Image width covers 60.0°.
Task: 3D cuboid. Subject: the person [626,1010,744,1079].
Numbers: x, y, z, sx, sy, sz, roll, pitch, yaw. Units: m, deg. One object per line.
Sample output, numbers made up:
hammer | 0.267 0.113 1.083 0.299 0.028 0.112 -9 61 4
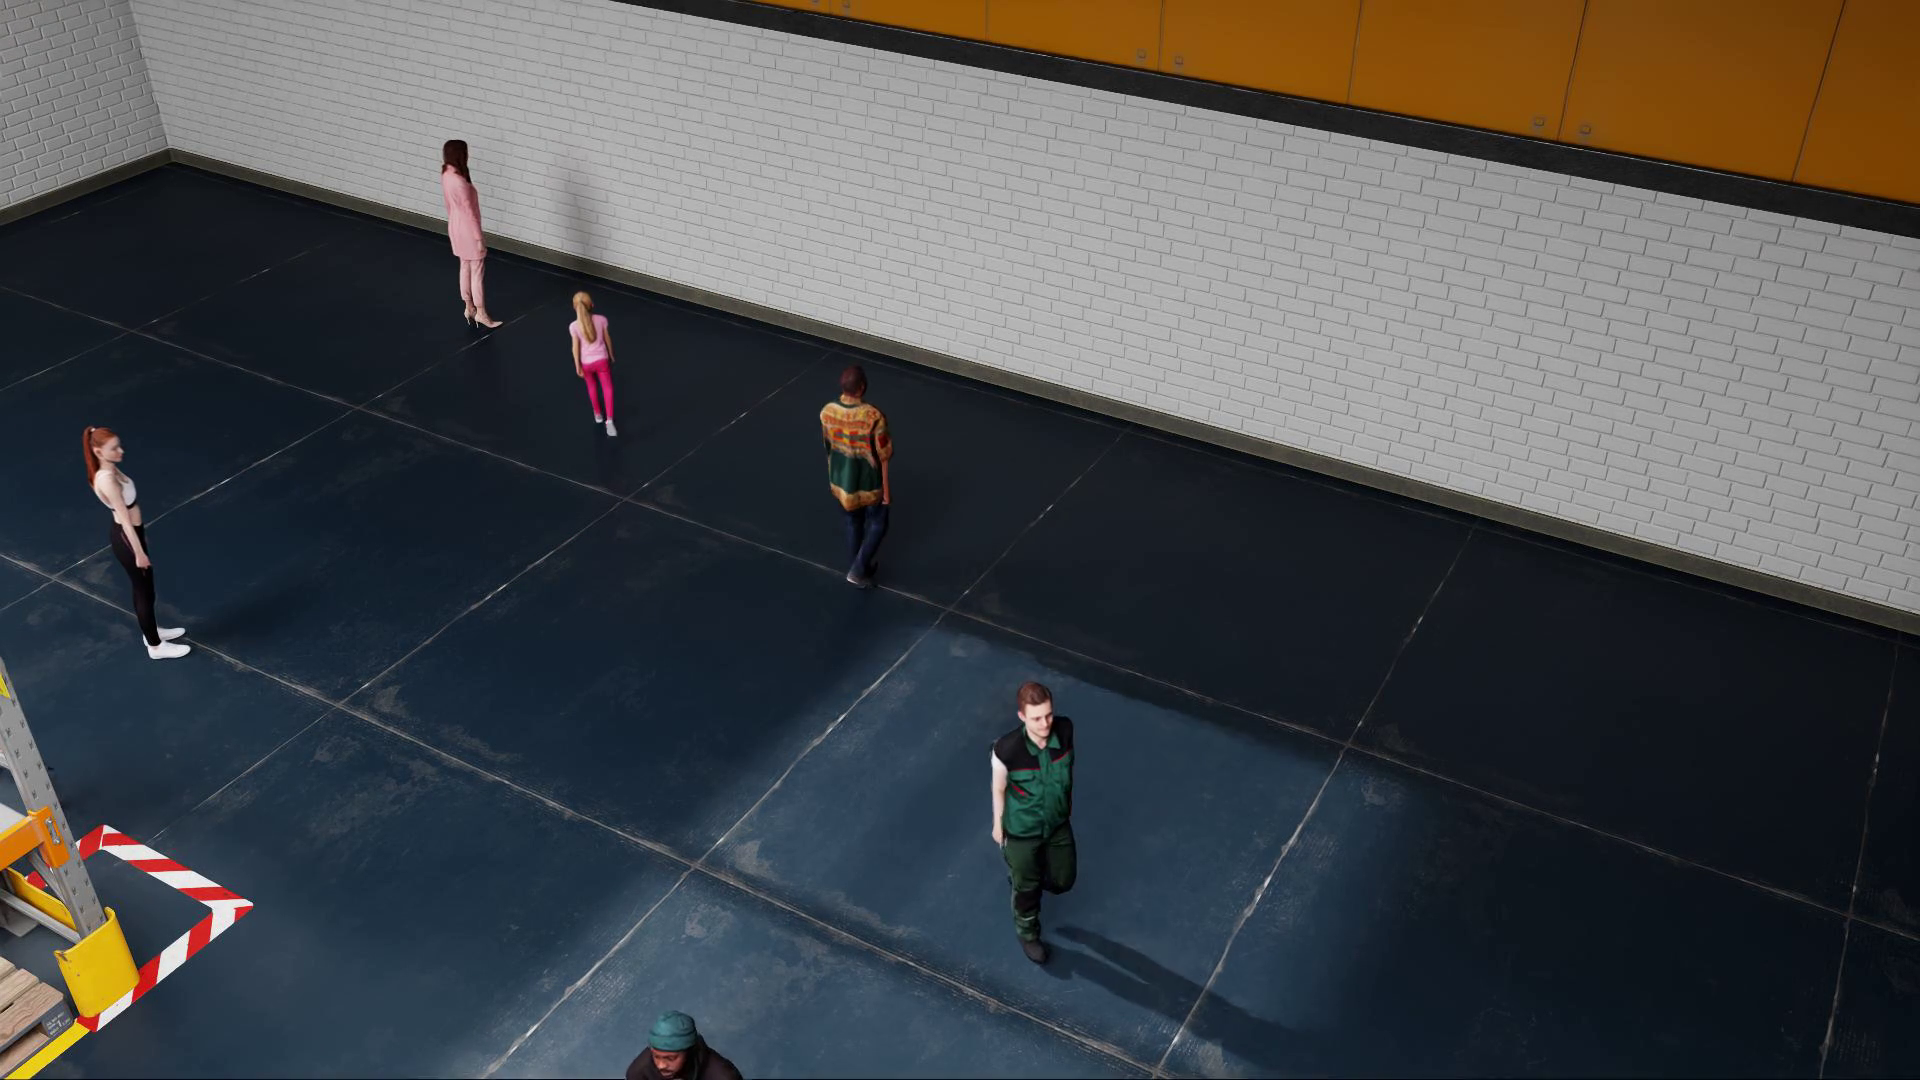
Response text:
person | -1.093 2.595 7.310 0.882 1.769 1.336 9 35 14

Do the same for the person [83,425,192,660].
person | -5.591 0.020 11.209 0.686 1.742 0.661 -15 36 -21

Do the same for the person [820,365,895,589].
person | -0.747 -0.379 11.756 0.733 1.800 0.772 14 36 20

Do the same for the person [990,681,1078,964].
person | 0.373 1.458 8.961 0.857 1.834 0.903 -16 37 -23

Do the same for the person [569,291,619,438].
person | -3.035 -1.470 13.891 0.834 1.255 0.887 -9 35 -13

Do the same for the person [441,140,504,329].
person | -4.588 -2.828 15.439 0.630 1.801 0.671 -26 42 -34
